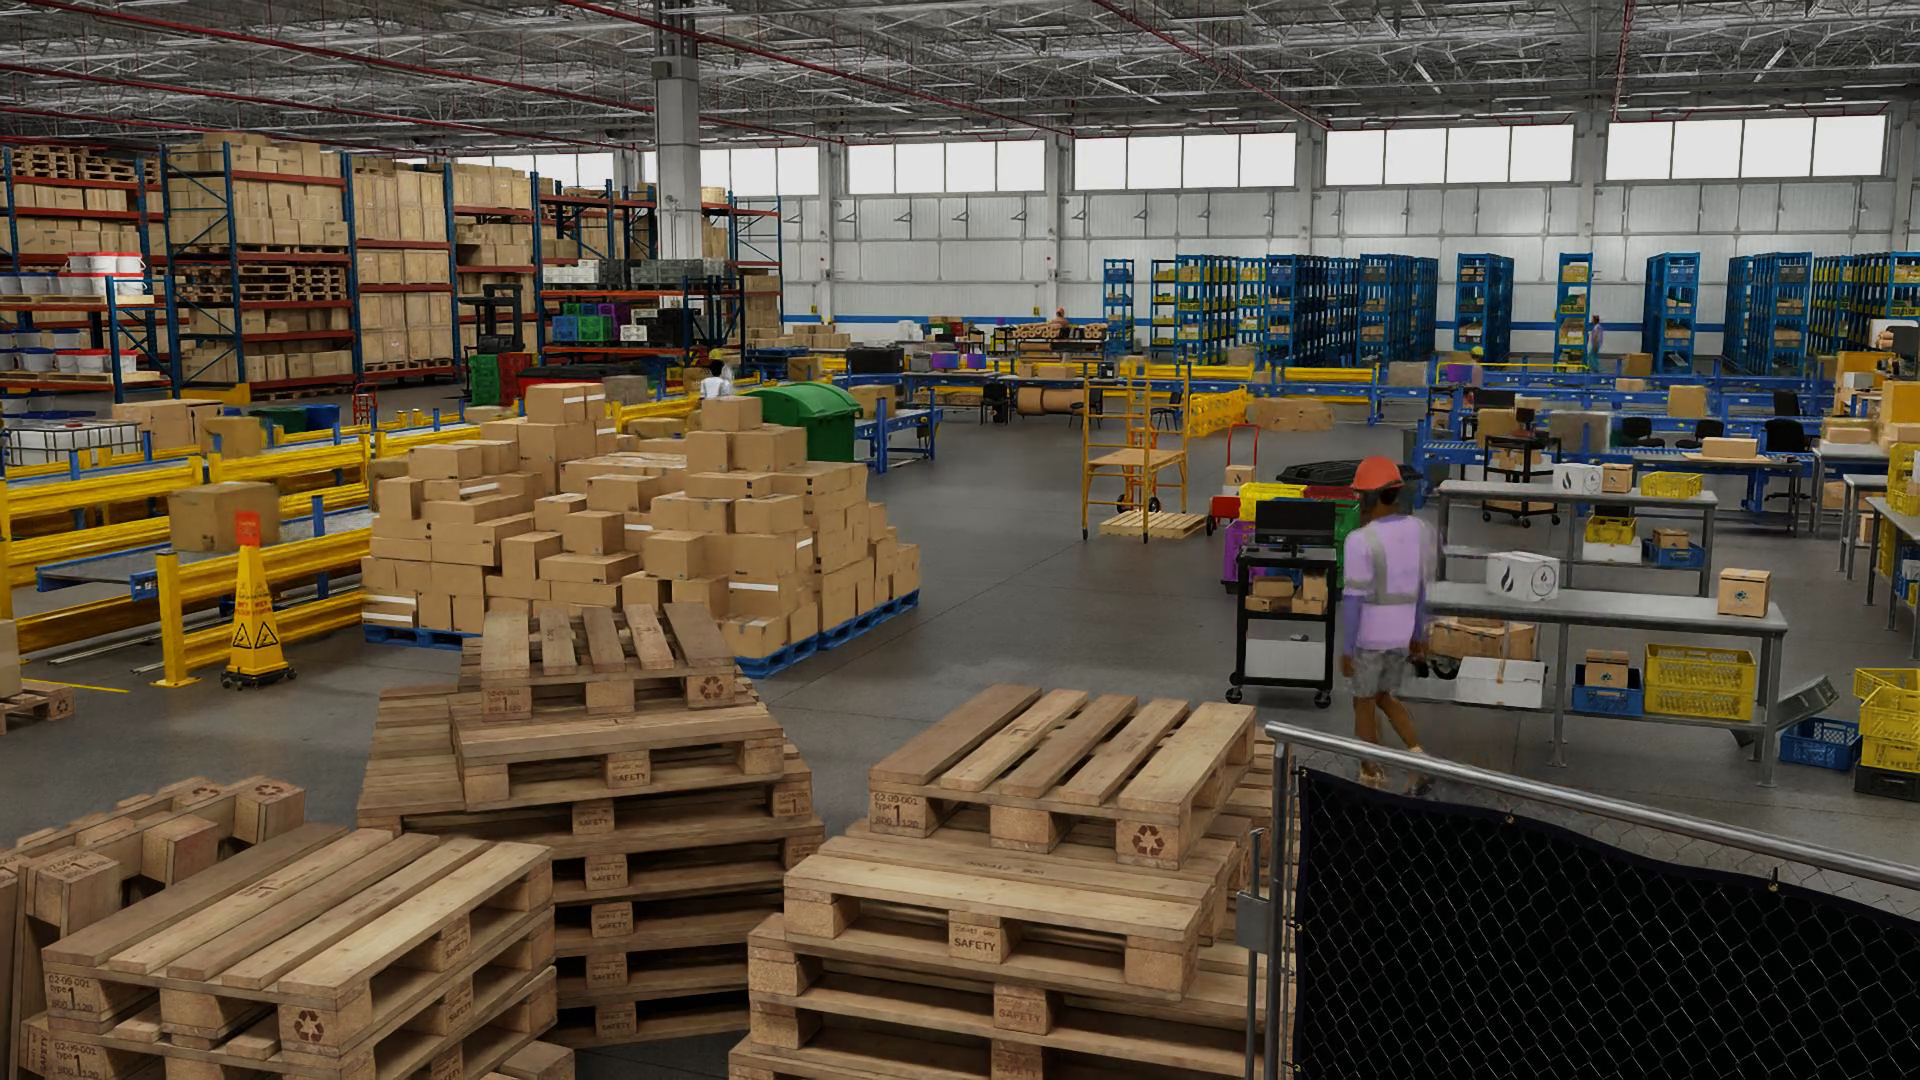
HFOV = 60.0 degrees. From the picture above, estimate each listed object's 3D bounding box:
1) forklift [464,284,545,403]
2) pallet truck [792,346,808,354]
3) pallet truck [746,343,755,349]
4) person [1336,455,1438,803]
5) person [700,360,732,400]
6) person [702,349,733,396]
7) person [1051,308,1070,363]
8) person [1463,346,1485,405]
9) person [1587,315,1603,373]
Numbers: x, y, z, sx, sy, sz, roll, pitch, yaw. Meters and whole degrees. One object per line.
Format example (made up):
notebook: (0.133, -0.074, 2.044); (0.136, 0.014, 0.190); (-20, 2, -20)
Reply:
forklift: (-10.832, -4.702, 39.610); (1.129, 2.768, 1.873); (3, 10, 20)
pallet truck: (-3.705, -4.298, 42.022); (0.653, 1.274, 1.630); (3, 10, 20)
pallet truck: (-6.183, -4.618, 44.264); (1.601, 1.201, 0.680); (-9, 12, -43)
person: (2.391, 0.536, 9.365); (0.619, 2.031, 0.526); (-6, 11, -32)
person: (-3.868, -2.067, 26.850); (0.547, 1.657, 0.798); (4, 10, 23)
person: (-4.202, -2.457, 28.988); (0.610, 1.784, 0.930); (3, 9, 16)
person: (3.226, -6.453, 53.410); (0.609, 1.985, 0.392); (2, 9, 12)
person: (9.365, -2.666, 30.342); (0.394, 1.750, 0.549); (-2, 9, -13)
person: (19.084, -5.844, 50.074); (0.528, 1.824, 0.590); (5, 10, 27)
